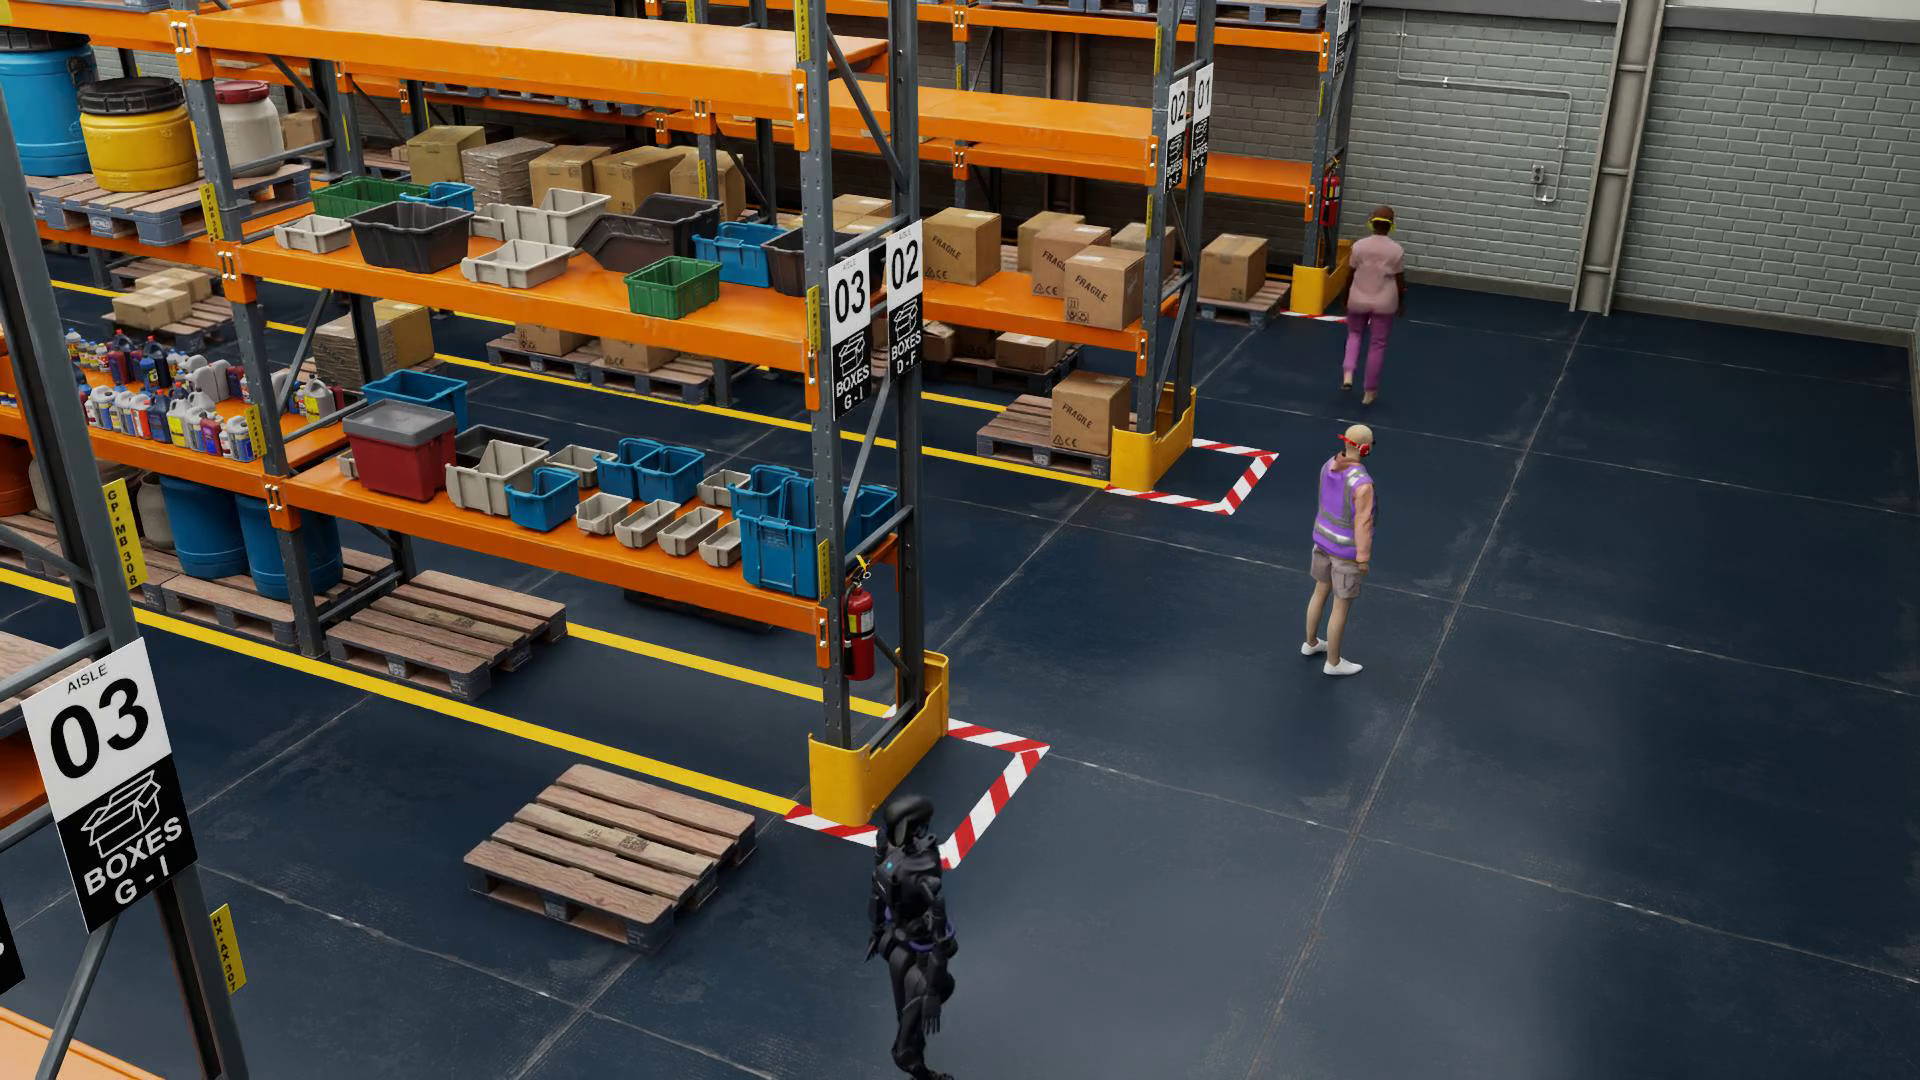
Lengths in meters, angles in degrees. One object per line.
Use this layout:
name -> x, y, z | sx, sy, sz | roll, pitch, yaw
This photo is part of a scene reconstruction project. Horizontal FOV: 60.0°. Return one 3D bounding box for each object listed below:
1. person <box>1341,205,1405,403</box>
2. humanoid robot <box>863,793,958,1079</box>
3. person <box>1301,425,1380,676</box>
person -> 3.699, -2.102, 14.847 | 0.543, 1.789, 0.417 | 12, 29, 23
humanoid robot -> -0.213, 1.776, 7.113 | 0.331, 1.646, 0.593 | -16, 30, -29
person -> 2.425, 0.056, 10.592 | 0.348, 1.688, 0.492 | -11, 28, -20
